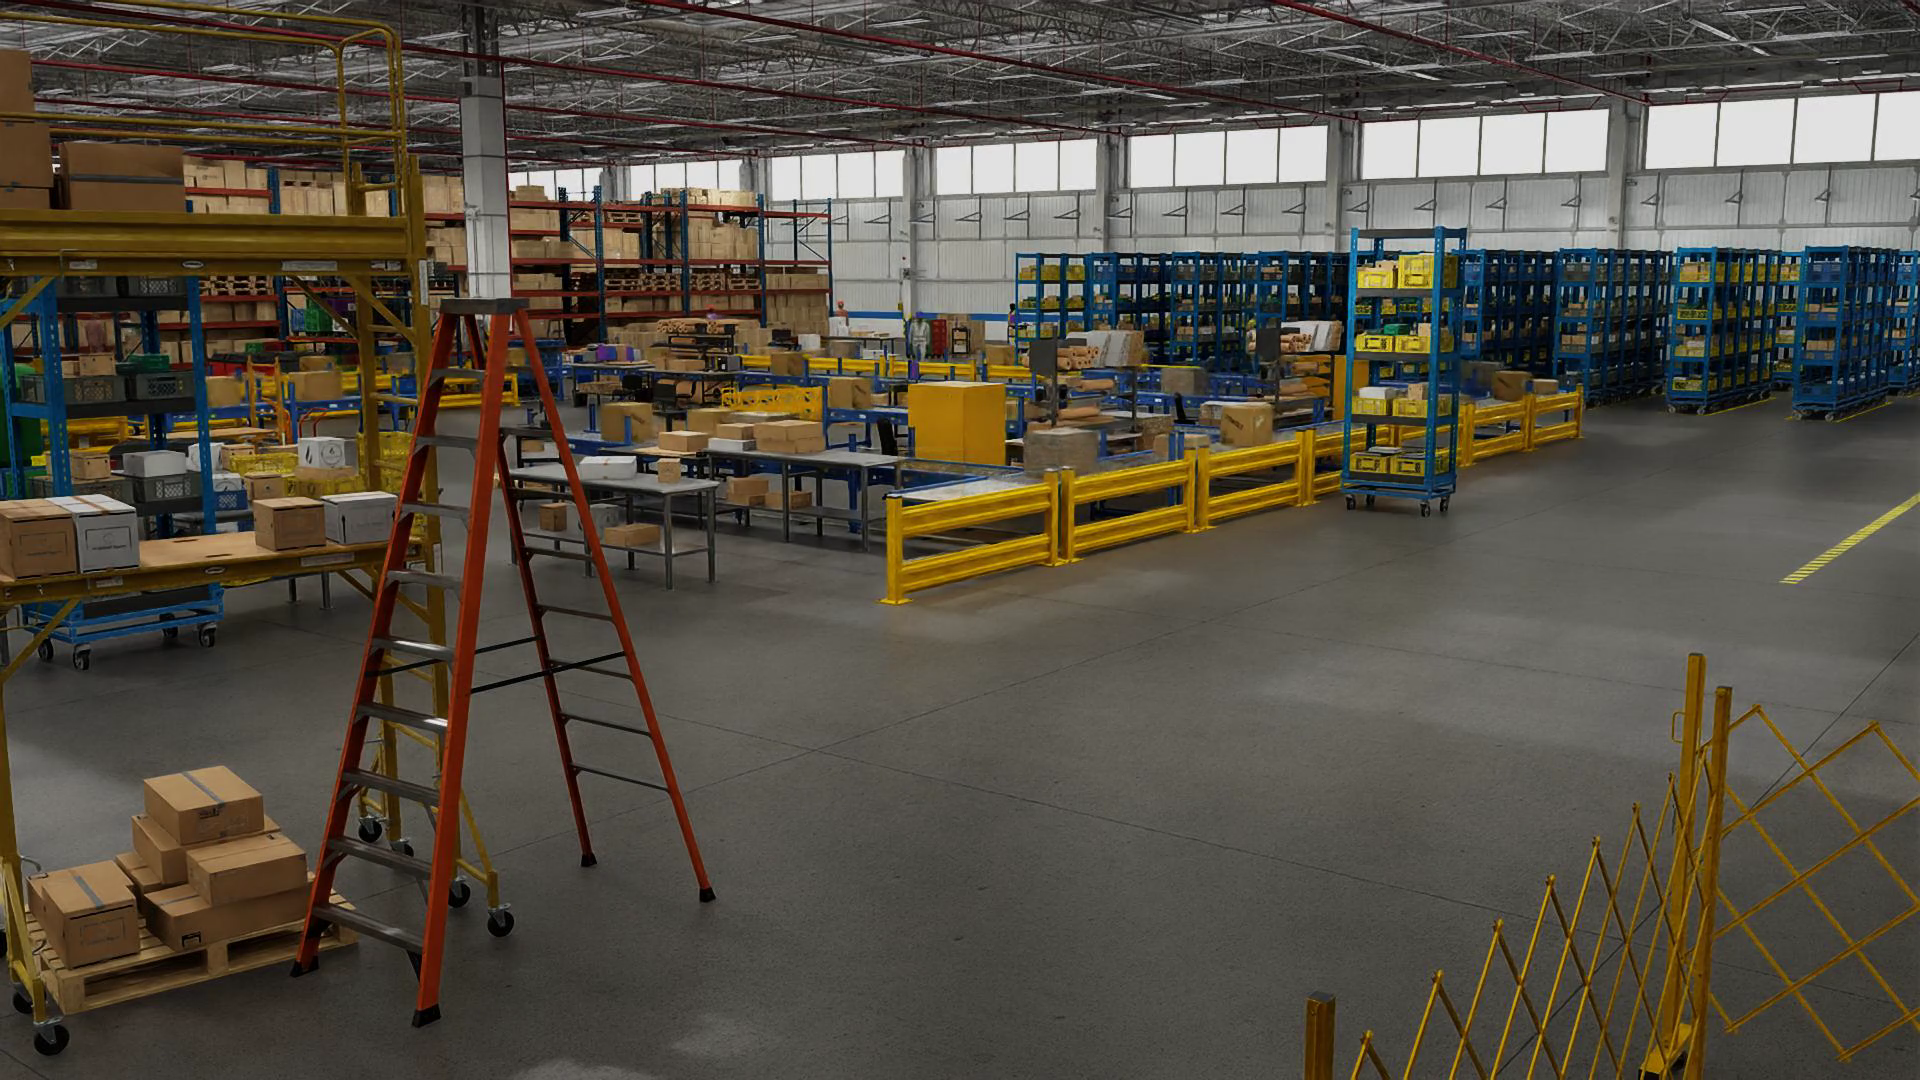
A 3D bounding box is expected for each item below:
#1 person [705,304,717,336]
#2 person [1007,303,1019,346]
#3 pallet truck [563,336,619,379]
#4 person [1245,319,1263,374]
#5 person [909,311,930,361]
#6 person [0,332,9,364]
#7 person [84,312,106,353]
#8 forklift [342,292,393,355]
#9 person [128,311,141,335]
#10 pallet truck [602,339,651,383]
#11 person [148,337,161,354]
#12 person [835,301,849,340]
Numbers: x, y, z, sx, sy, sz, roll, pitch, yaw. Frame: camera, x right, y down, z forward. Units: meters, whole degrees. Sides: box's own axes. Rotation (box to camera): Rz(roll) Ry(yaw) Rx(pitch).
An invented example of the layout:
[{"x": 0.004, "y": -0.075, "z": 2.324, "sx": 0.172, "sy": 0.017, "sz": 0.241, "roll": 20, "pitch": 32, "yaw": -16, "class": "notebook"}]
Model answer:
[{"x": -9.168, "y": -7.671, "z": 60.885, "sx": 0.577, "sy": 1.917, "sz": 0.609, "roll": 9, "pitch": 12, "yaw": 43, "class": "person"}, {"x": 2.155, "y": -8.760, "z": 67.959, "sx": 0.429, "sy": 1.838, "sz": 0.629, "roll": -6, "pitch": 11, "yaw": -32, "class": "person"}, {"x": -10.690, "y": -5.294, "z": 48.215, "sx": 1.601, "sy": 1.201, "sz": 0.680, "roll": -5, "pitch": 10, "yaw": -26, "class": "pallet truck"}, {"x": 8.086, "y": -5.132, "z": 45.427, "sx": 0.624, "sy": 1.795, "sz": 0.434, "roll": -1, "pitch": 9, "yaw": -3, "class": "person"}, {"x": -1.215, "y": -5.956, "z": 50.244, "sx": 0.611, "sy": 1.912, "sz": 0.946, "roll": 1, "pitch": 9, "yaw": 6, "class": "person"}, {"x": -22.199, "y": -4.002, "z": 38.363, "sx": 0.591, "sy": 1.803, "sz": 0.822, "roll": 5, "pitch": 10, "yaw": 27, "class": "person"}, {"x": -26.258, "y": -6.009, "z": 50.591, "sx": 0.639, "sy": 1.902, "sz": 0.406, "roll": 3, "pitch": 9, "yaw": 16, "class": "person"}, {"x": -16.485, "y": -5.622, "z": 45.120, "sx": 1.129, "sy": 2.768, "sz": 1.873, "roll": 7, "pitch": 11, "yaw": 37, "class": "forklift"}, {"x": -25.031, "y": -6.051, "z": 50.463, "sx": 0.602, "sy": 2.025, "sz": 0.520, "roll": 7, "pitch": 12, "yaw": 38, "class": "person"}, {"x": -8.991, "y": -4.871, "z": 45.351, "sx": 0.653, "sy": 1.274, "sz": 1.630, "roll": 7, "pitch": 11, "yaw": 37, "class": "pallet truck"}, {"x": -17.973, "y": -3.730, "z": 37.192, "sx": 0.507, "sy": 1.631, "sz": 0.268, "roll": 9, "pitch": 13, "yaw": 43, "class": "person"}, {"x": -4.535, "y": -8.142, "z": 63.600, "sx": 0.609, "sy": 1.996, "sz": 0.379, "roll": -6, "pitch": 11, "yaw": -32, "class": "person"}]
